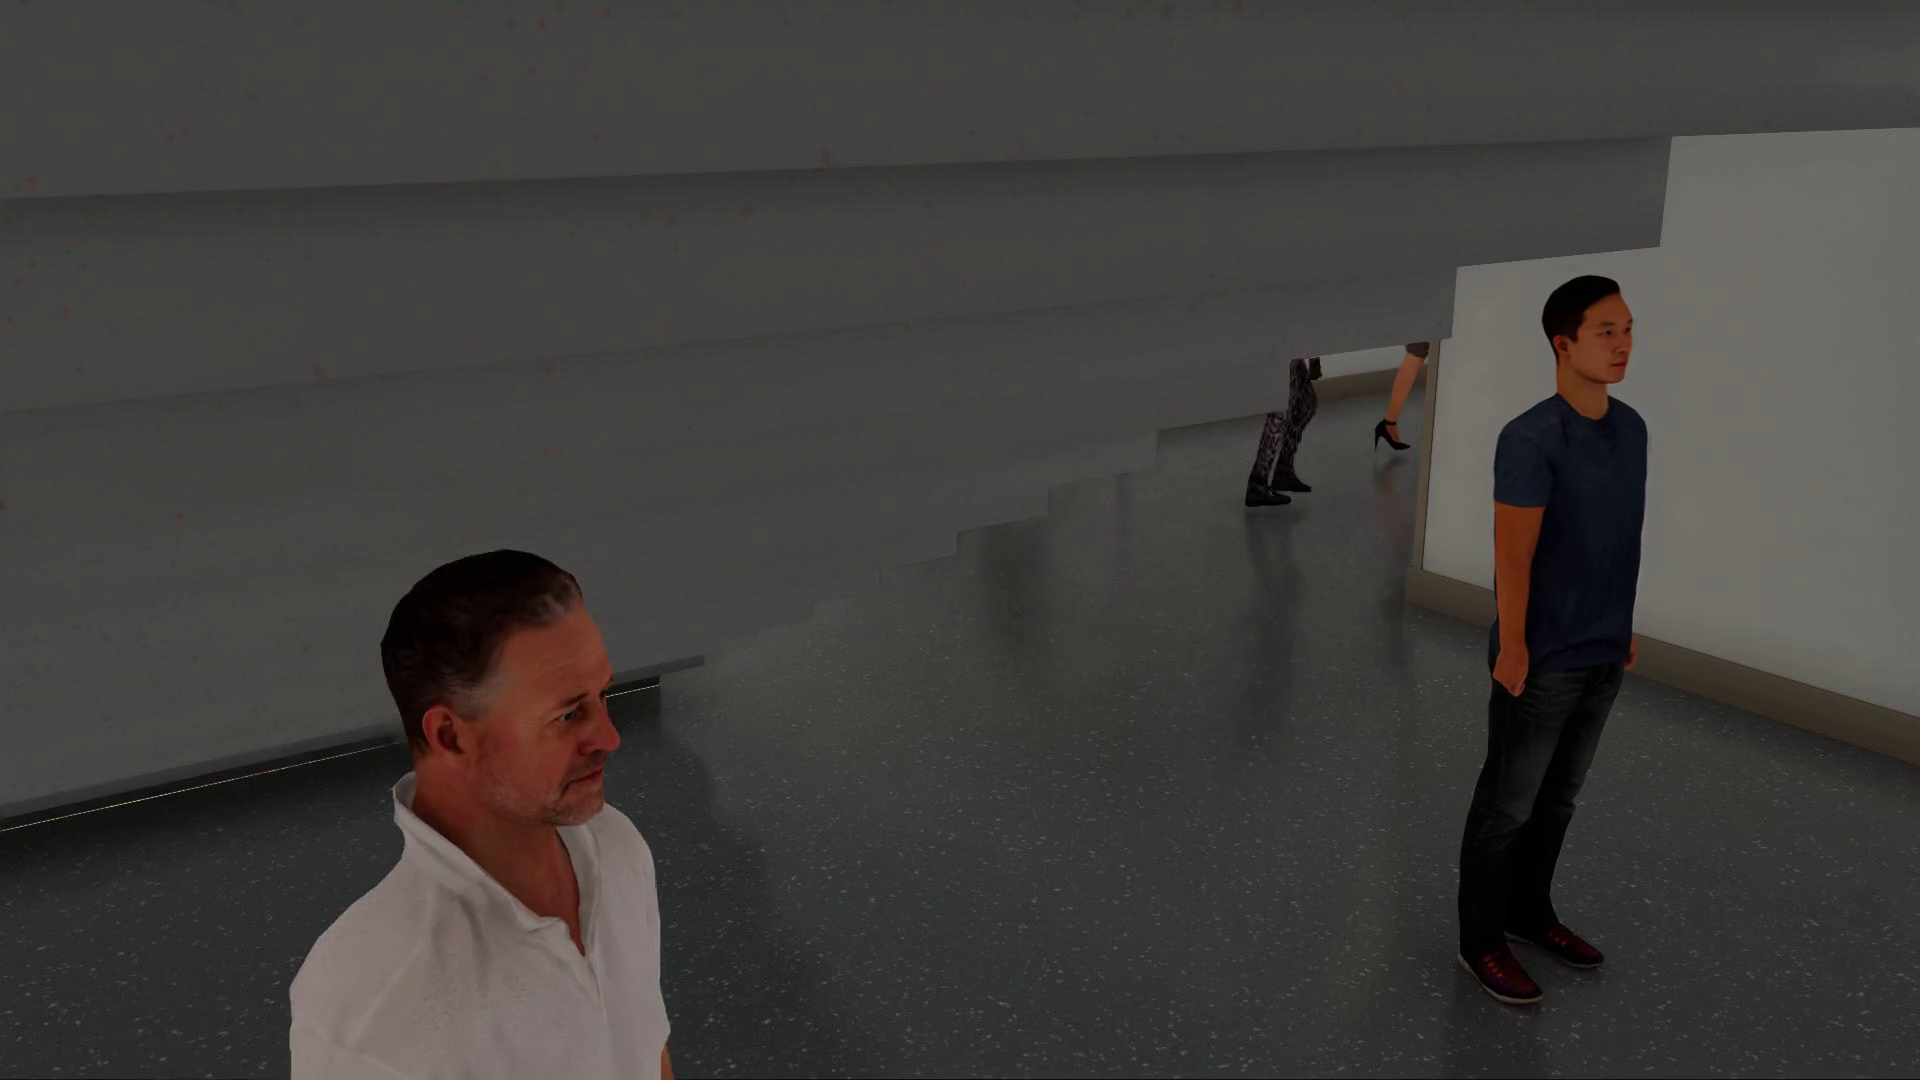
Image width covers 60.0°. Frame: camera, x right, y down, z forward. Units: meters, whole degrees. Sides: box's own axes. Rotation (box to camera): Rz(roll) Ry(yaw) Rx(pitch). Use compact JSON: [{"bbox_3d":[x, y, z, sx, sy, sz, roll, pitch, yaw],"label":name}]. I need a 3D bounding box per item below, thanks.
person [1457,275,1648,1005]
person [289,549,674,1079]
[{"bbox_3d":[1.487,0.245,4.168,0.648,1.810,0.522,-11,19,-34],"label":"person"},{"bbox_3d":[-0.574,0.894,1.844,1.242,1.823,1.070,6,17,21],"label":"person"}]
